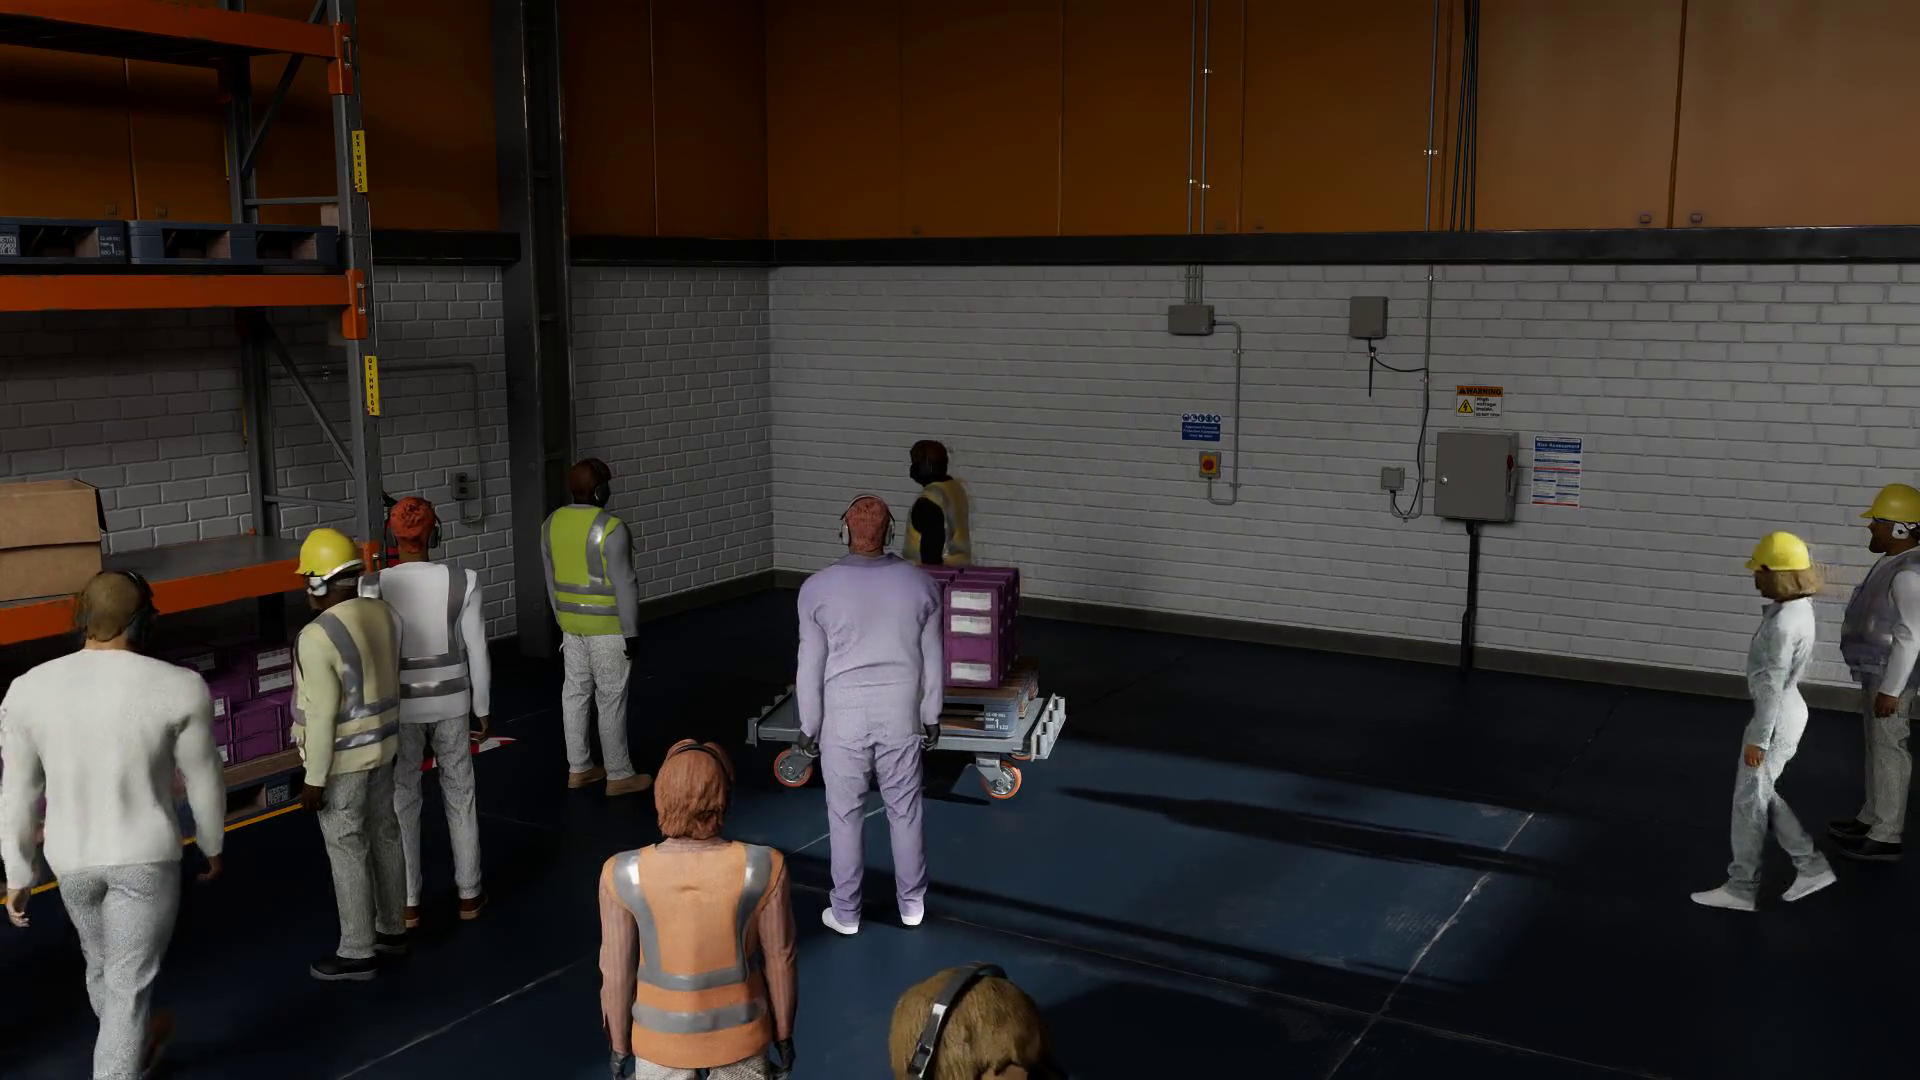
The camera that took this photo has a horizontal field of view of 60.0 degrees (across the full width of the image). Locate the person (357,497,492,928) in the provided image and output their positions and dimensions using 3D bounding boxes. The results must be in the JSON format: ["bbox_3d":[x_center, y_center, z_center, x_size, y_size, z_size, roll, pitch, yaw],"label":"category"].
[{"bbox_3d":[-2.332,0.746,7.246,0.573,1.887,0.354,-3,10,-18],"label":"person"}]

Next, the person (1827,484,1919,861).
[{"bbox_3d":[4.498,0.637,8.092,0.404,1.833,0.589,4,10,22],"label":"person"}]

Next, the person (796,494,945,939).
[{"bbox_3d":[-0.392,0.751,7.154,0.652,1.906,0.402,-3,9,-16],"label":"person"}]

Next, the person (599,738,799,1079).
[{"bbox_3d":[-0.677,1.330,4.365,0.514,1.641,0.309,-1,9,-8],"label":"person"}]

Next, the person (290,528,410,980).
[{"bbox_3d":[-2.477,0.858,6.725,0.403,1.827,0.600,2,9,13],"label":"person"}]

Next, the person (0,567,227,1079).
[{"bbox_3d":[-2.726,1.021,5.495,0.633,1.891,0.986,-1,9,-5],"label":"person"}]

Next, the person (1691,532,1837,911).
[{"bbox_3d":[3.582,0.810,7.322,0.531,1.723,0.530,6,11,32],"label":"person"}]

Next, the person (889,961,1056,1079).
[{"bbox_3d":[-0.020,1.508,2.328,0.354,1.936,0.635,4,10,24],"label":"person"}]

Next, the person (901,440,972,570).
[{"bbox_3d":[-0.233,0.265,10.521,0.948,1.798,0.643,4,10,21],"label":"person"}]

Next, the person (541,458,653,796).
[{"bbox_3d":[-1.977,0.471,9.093,0.627,1.847,0.429,6,11,32],"label":"person"}]
